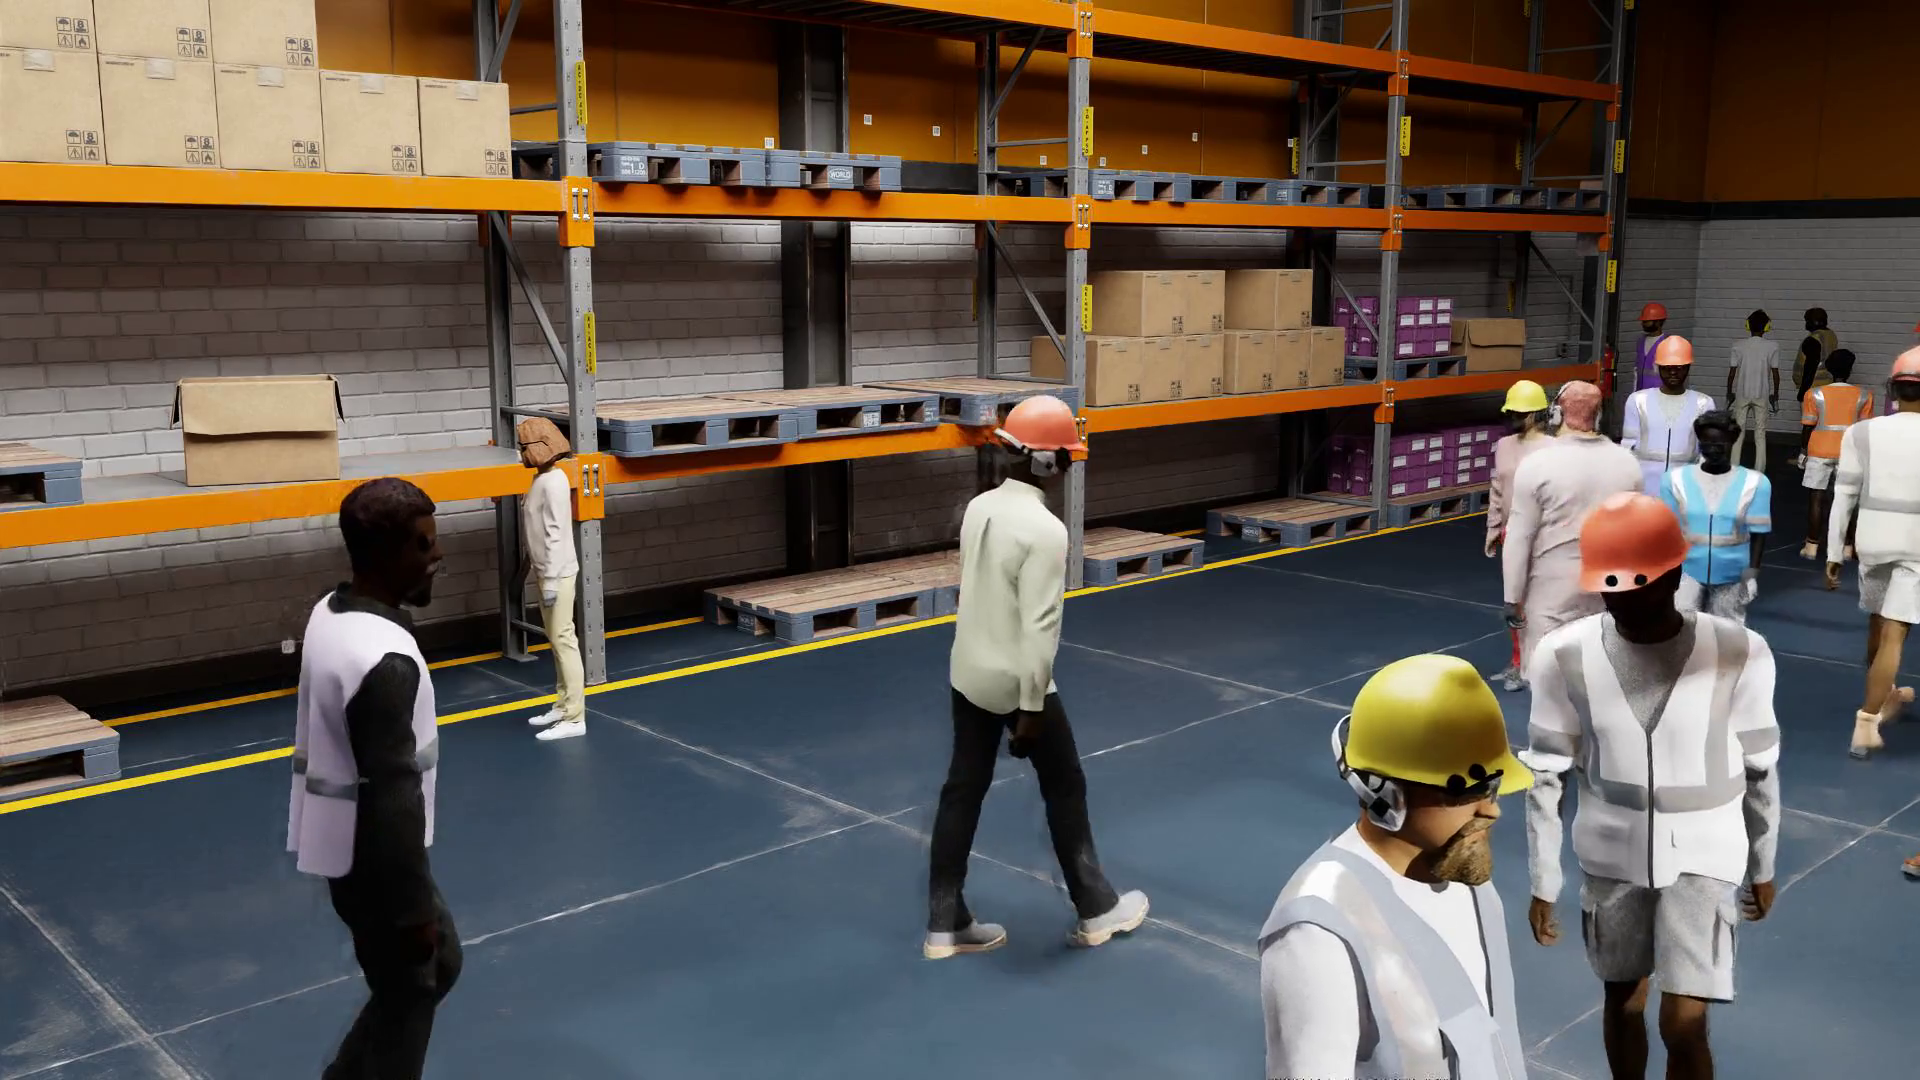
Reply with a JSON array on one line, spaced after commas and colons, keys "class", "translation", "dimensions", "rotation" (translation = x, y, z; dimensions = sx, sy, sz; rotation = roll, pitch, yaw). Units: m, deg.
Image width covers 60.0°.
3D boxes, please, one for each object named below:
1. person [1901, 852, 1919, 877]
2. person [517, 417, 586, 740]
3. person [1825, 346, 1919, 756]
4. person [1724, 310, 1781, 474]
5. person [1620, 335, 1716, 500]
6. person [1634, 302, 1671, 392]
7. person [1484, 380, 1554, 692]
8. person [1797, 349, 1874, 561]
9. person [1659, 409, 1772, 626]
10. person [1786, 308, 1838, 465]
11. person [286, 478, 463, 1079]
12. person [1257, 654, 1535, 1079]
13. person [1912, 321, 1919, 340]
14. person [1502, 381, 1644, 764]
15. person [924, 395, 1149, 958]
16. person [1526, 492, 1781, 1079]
[{"class": "person", "translation": [4.217, 0.388, 6.526], "dimensions": [1.012, 1.898, 0.645], "rotation": [-5, 11, -27]}, {"class": "person", "translation": [-2.079, 0.189, 8.442], "dimensions": [0.271, 1.627, 0.496], "rotation": [-4, 10, -22]}, {"class": "person", "translation": [4.674, 0.043, 8.258], "dimensions": [1.052, 1.988, 0.606], "rotation": [-8, 13, -40]}, {"class": "person", "translation": [8.369, -1.491, 17.570], "dimensions": [0.531, 1.870, 0.317], "rotation": [5, 11, 27]}, {"class": "person", "translation": [4.437, -0.310, 10.485], "dimensions": [0.549, 1.937, 0.376], "rotation": [3, 10, 18]}, {"class": "person", "translation": [7.464, -1.590, 17.961], "dimensions": [0.376, 1.934, 0.547], "rotation": [-4, 10, -21]}, {"class": "person", "translation": [3.145, -0.011, 9.314], "dimensions": [0.538, 1.747, 0.564], "rotation": [-4, 11, -23]}, {"class": "person", "translation": [6.999, -0.681, 13.321], "dimensions": [0.540, 1.698, 0.318], "rotation": [3, 10, 14]}, {"class": "person", "translation": [3.729, 0.189, 8.284], "dimensions": [0.536, 1.678, 0.473], "rotation": [4, 11, 23]}, {"class": "person", "translation": [9.914, -1.778, 19.355], "dimensions": [0.621, 1.838, 0.429], "rotation": [-9, 13, -43]}, {"class": "person", "translation": [-1.421, 0.786, 4.136], "dimensions": [0.452, 1.898, 0.625], "rotation": [-6, 11, -30]}, {"class": "person", "translation": [0.697, 1.073, 2.667], "dimensions": [0.403, 1.831, 0.595], "rotation": [8, 12, 38]}, {"class": "person", "translation": [7.842, -0.855, 13.477], "dimensions": [0.393, 1.995, 0.612], "rotation": [-2, 10, -10]}, {"class": "person", "translation": [2.785, 0.220, 7.540], "dimensions": [0.650, 1.878, 0.770], "rotation": [-3, 10, -15]}, {"class": "person", "translation": [0.268, 0.476, 5.802], "dimensions": [0.926, 1.947, 0.628], "rotation": [-6, 11, -32]}, {"class": "person", "translation": [1.689, 0.799, 4.098], "dimensions": [0.566, 1.886, 0.665], "rotation": [5, 11, 28]}]
